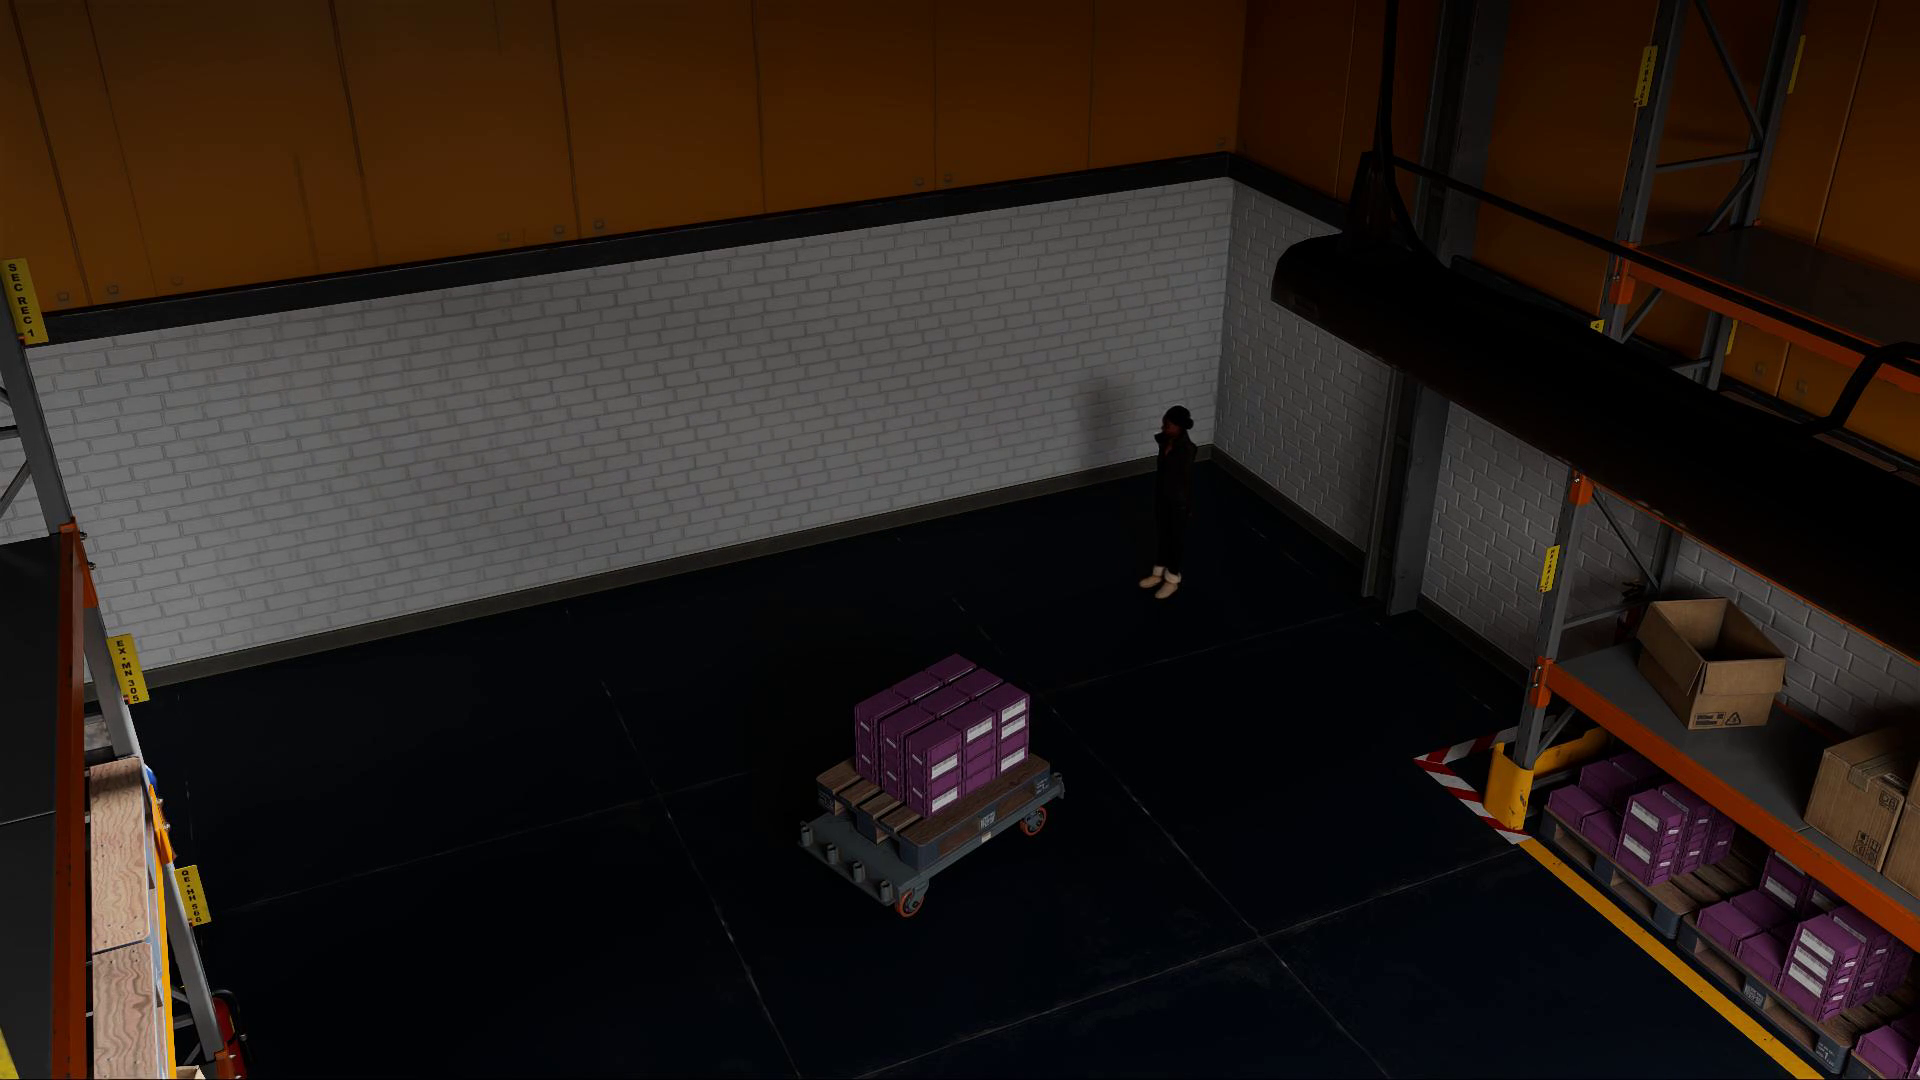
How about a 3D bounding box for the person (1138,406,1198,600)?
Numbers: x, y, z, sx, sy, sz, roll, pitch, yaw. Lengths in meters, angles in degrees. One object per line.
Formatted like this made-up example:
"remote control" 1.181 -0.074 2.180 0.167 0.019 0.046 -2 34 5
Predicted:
"person" 1.780 -0.346 13.828 0.669 1.666 0.608 0 29 -1
